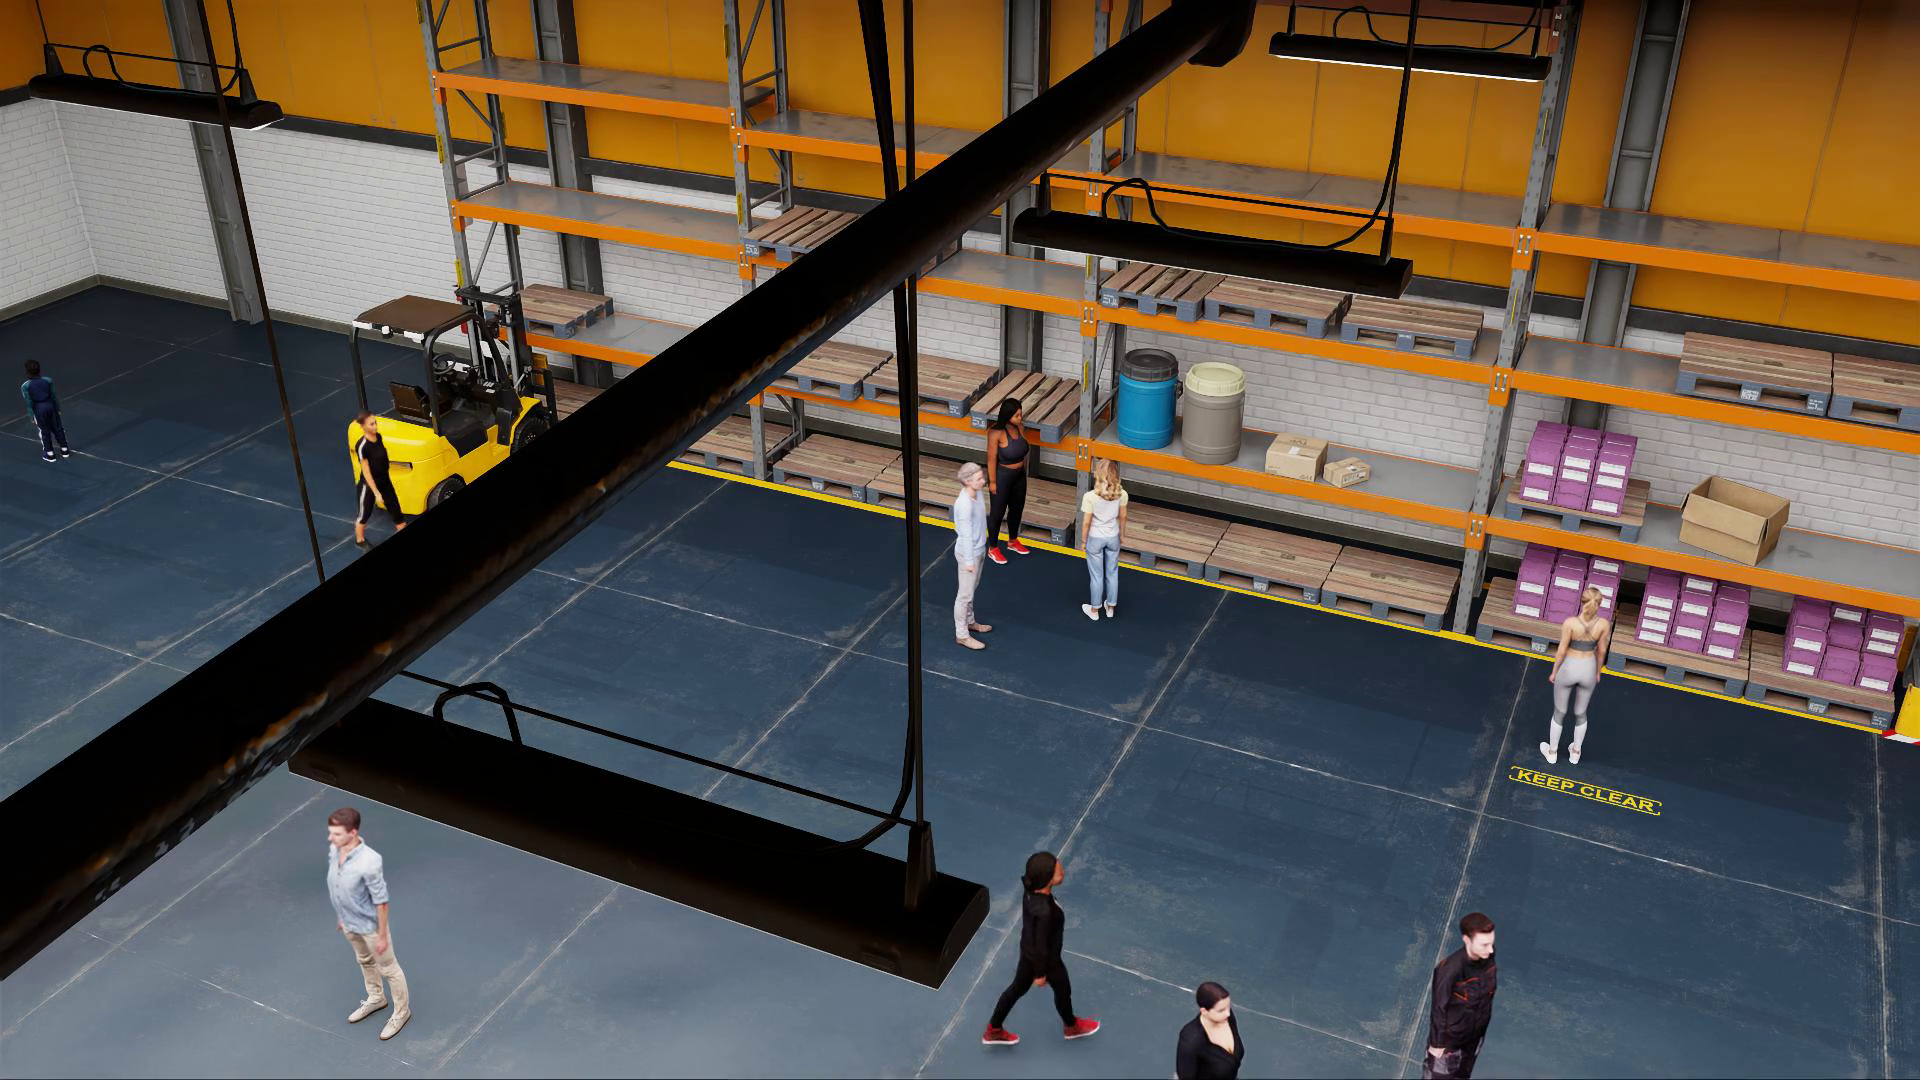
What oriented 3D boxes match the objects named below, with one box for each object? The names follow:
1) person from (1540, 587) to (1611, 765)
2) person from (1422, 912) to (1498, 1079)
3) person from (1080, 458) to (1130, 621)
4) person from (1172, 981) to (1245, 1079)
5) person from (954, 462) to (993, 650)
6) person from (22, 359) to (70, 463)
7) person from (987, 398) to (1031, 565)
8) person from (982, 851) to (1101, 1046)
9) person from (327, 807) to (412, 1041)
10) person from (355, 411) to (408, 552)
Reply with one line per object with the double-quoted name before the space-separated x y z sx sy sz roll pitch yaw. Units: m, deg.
"person" 5.251 1.148 14.174 0.566 1.702 0.696 2 29 4
"person" 3.116 3.085 10.403 0.774 1.912 0.750 -21 35 -34
"person" 1.404 -0.006 16.267 0.698 1.723 0.767 -9 30 -15
"person" 1.451 3.352 10.074 0.710 1.759 0.727 22 36 35
"person" 0.096 0.117 15.863 0.639 1.894 0.692 7 29 12
"person" -10.780 -1.539 19.565 0.544 1.256 0.552 24 37 37
"person" 0.495 -0.652 17.354 0.759 1.815 0.765 -21 35 -34
"person" 0.458 2.802 11.208 1.139 1.639 1.032 -7 29 -12
"person" -4.070 2.588 11.382 0.536 1.847 0.738 18 33 29
"person" -6.195 -0.567 17.398 1.118 1.625 0.644 10 30 18
